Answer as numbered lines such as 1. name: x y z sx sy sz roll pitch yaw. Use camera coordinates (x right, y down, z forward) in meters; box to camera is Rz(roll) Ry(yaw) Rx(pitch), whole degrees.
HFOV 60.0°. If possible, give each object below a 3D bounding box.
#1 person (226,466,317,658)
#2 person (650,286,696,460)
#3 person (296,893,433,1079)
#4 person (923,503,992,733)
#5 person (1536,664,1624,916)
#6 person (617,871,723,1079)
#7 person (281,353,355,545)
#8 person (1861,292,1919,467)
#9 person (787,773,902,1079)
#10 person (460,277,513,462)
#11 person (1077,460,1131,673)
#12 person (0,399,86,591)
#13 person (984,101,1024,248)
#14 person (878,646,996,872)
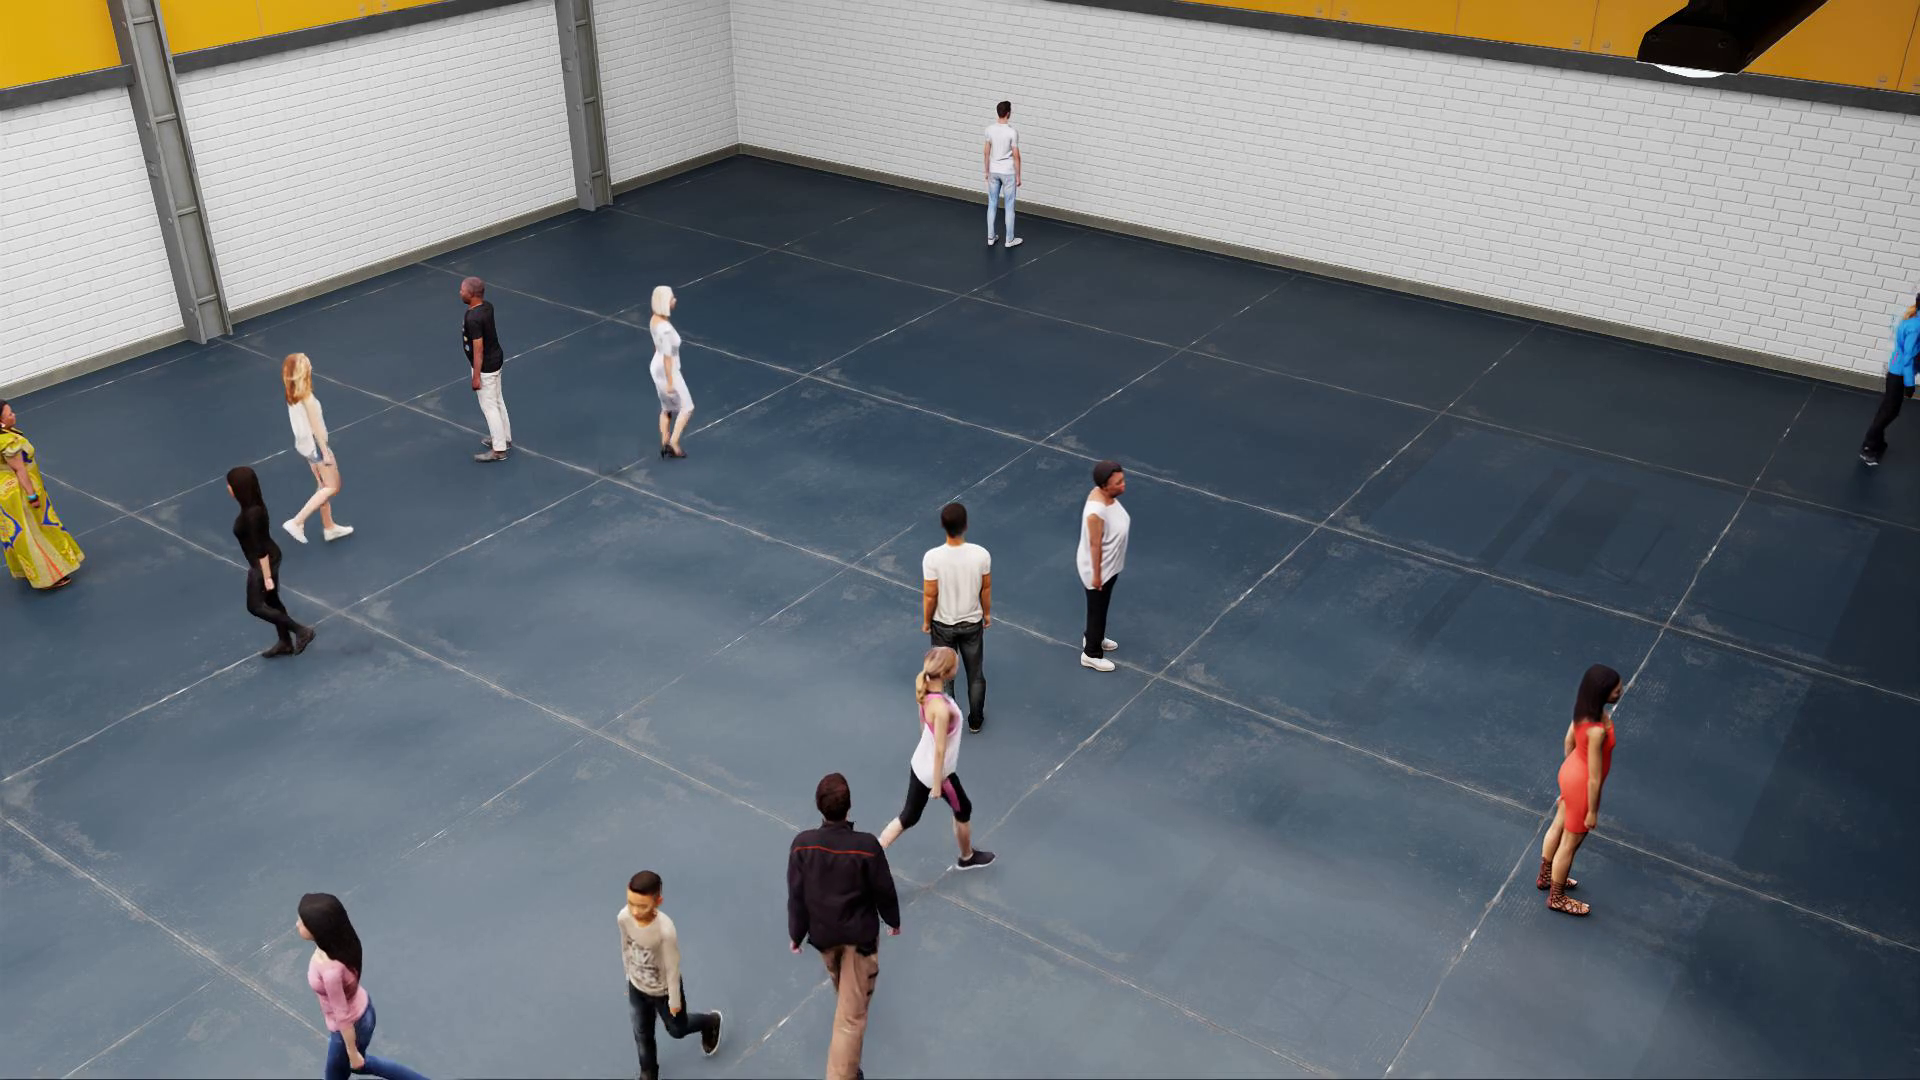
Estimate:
1. person: -5.212 0.180 12.637 0.814 1.631 0.752 -7 29 -13
2. person: -2.833 -1.545 15.685 0.685 1.740 0.662 -15 32 -25
3. person: -2.999 2.441 8.394 1.026 1.725 0.930 -7 29 -13
4. person: -0.024 0.572 11.743 0.699 1.798 0.770 -6 29 -11
5. person: 3.775 1.500 10.124 0.734 1.719 0.625 1 29 2
6. person: -1.578 2.325 8.889 0.627 1.455 0.902 13 31 23
7. person: -5.595 -0.728 14.183 0.892 1.744 0.720 -21 35 -34
8. person: 8.890 -1.595 15.730 0.800 1.786 0.464 10 30 17
9. person: -0.637 2.156 8.775 1.107 1.861 1.377 5 29 10
10. person: -4.494 -1.637 15.786 0.818 1.805 0.729 0 29 0
11. person: 1.091 0.162 12.611 0.803 1.687 0.681 6 29 10
12. person: -7.723 -0.391 13.654 0.886 1.660 0.814 24 37 37
13. person: 0.542 -4.704 21.360 0.676 1.851 0.565 15 32 25
14. person: -0.253 1.447 10.200 1.265 1.740 1.049 -13 31 -22
